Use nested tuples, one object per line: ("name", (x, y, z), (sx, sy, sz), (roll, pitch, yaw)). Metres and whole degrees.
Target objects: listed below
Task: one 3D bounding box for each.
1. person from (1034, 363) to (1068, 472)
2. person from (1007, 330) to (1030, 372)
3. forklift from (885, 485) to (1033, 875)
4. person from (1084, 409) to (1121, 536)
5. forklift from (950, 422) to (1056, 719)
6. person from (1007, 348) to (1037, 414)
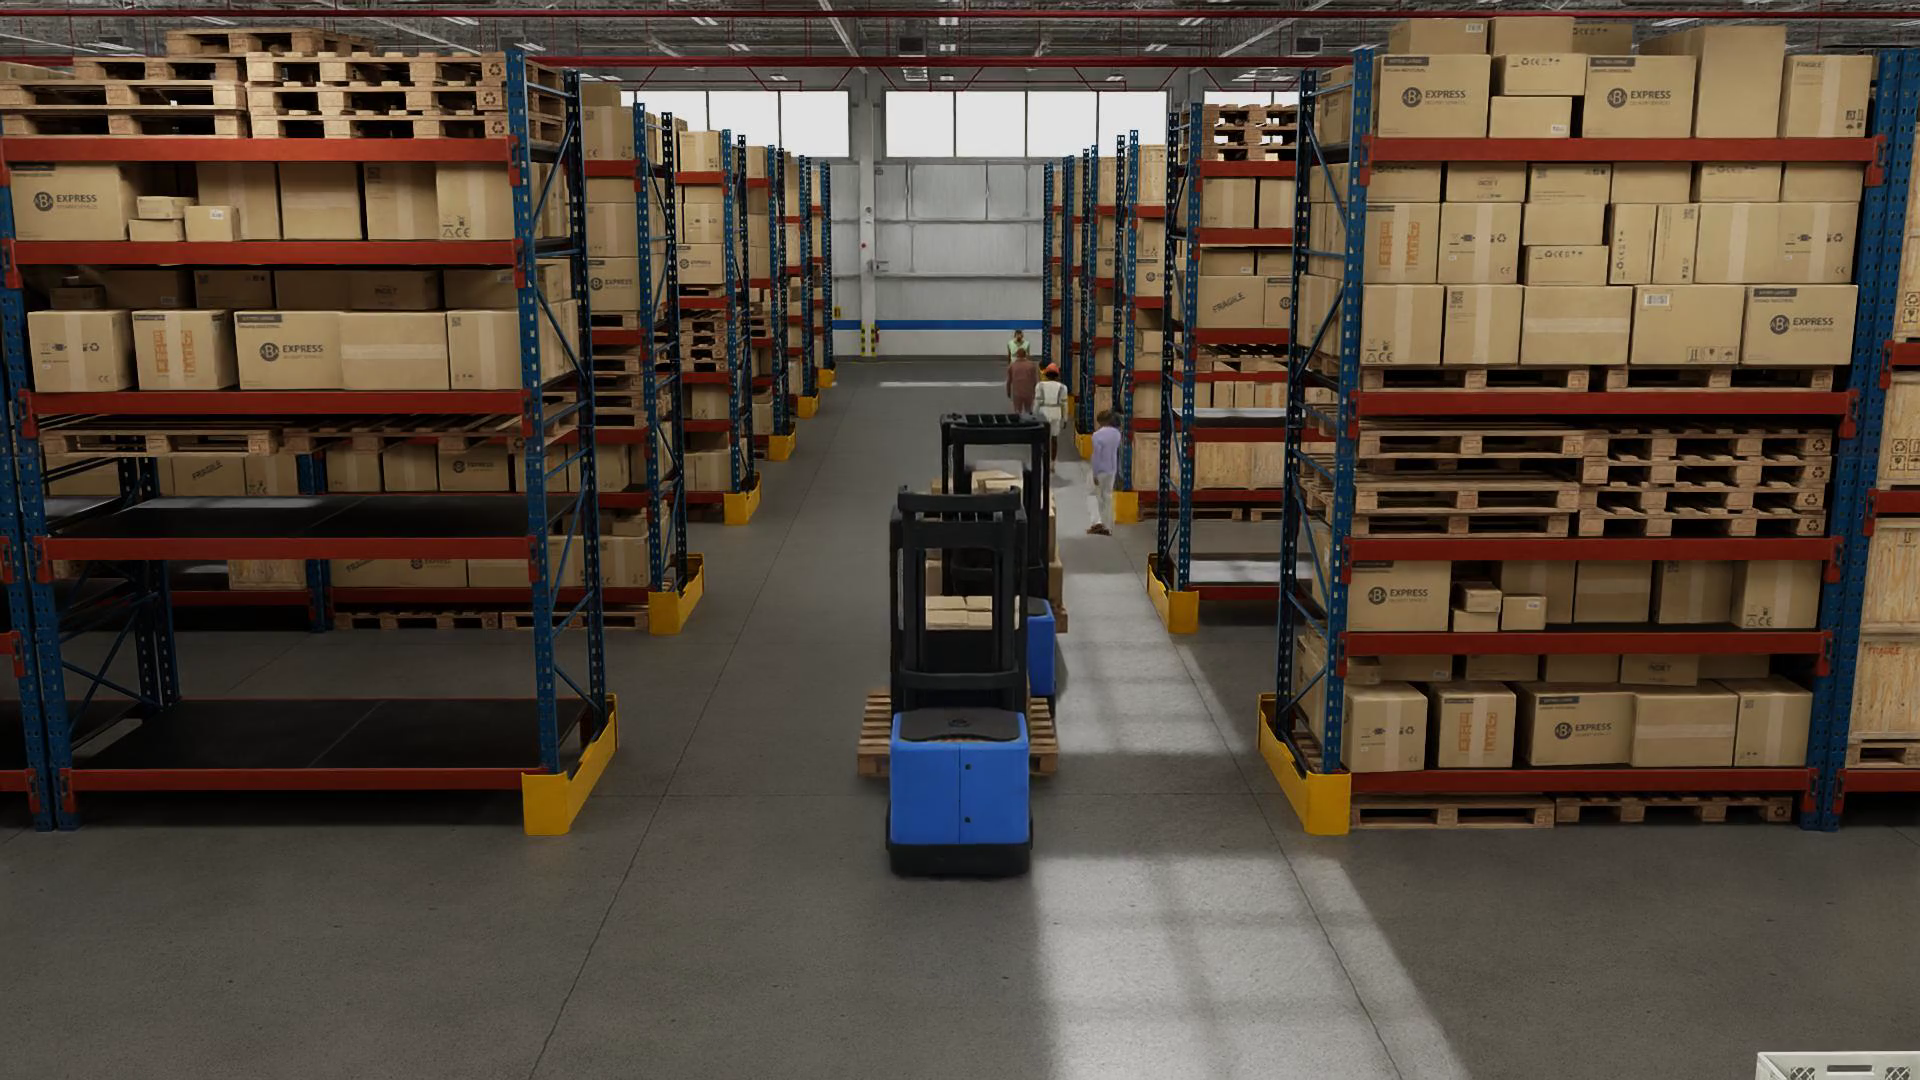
("person", (1.708, -2.317, 31.327), (0.655, 2.012, 0.921), (0, 11, 2))
("person", (1.501, -4.448, 42.442), (0.588, 1.789, 0.958), (0, 11, 2))
("forklift", (-0.008, 0.969, 12.899), (1.129, 2.768, 1.873), (0, 11, 0))
("person", (2.182, -1.022, 25.185), (0.624, 1.910, 0.459), (-10, 15, -40))
("forklift", (0.370, 0.225, 16.587), (1.129, 2.768, 1.873), (0, 11, -2))
("person", (1.359, -3.270, 36.462), (0.669, 1.847, 0.984), (1, 11, 3))
